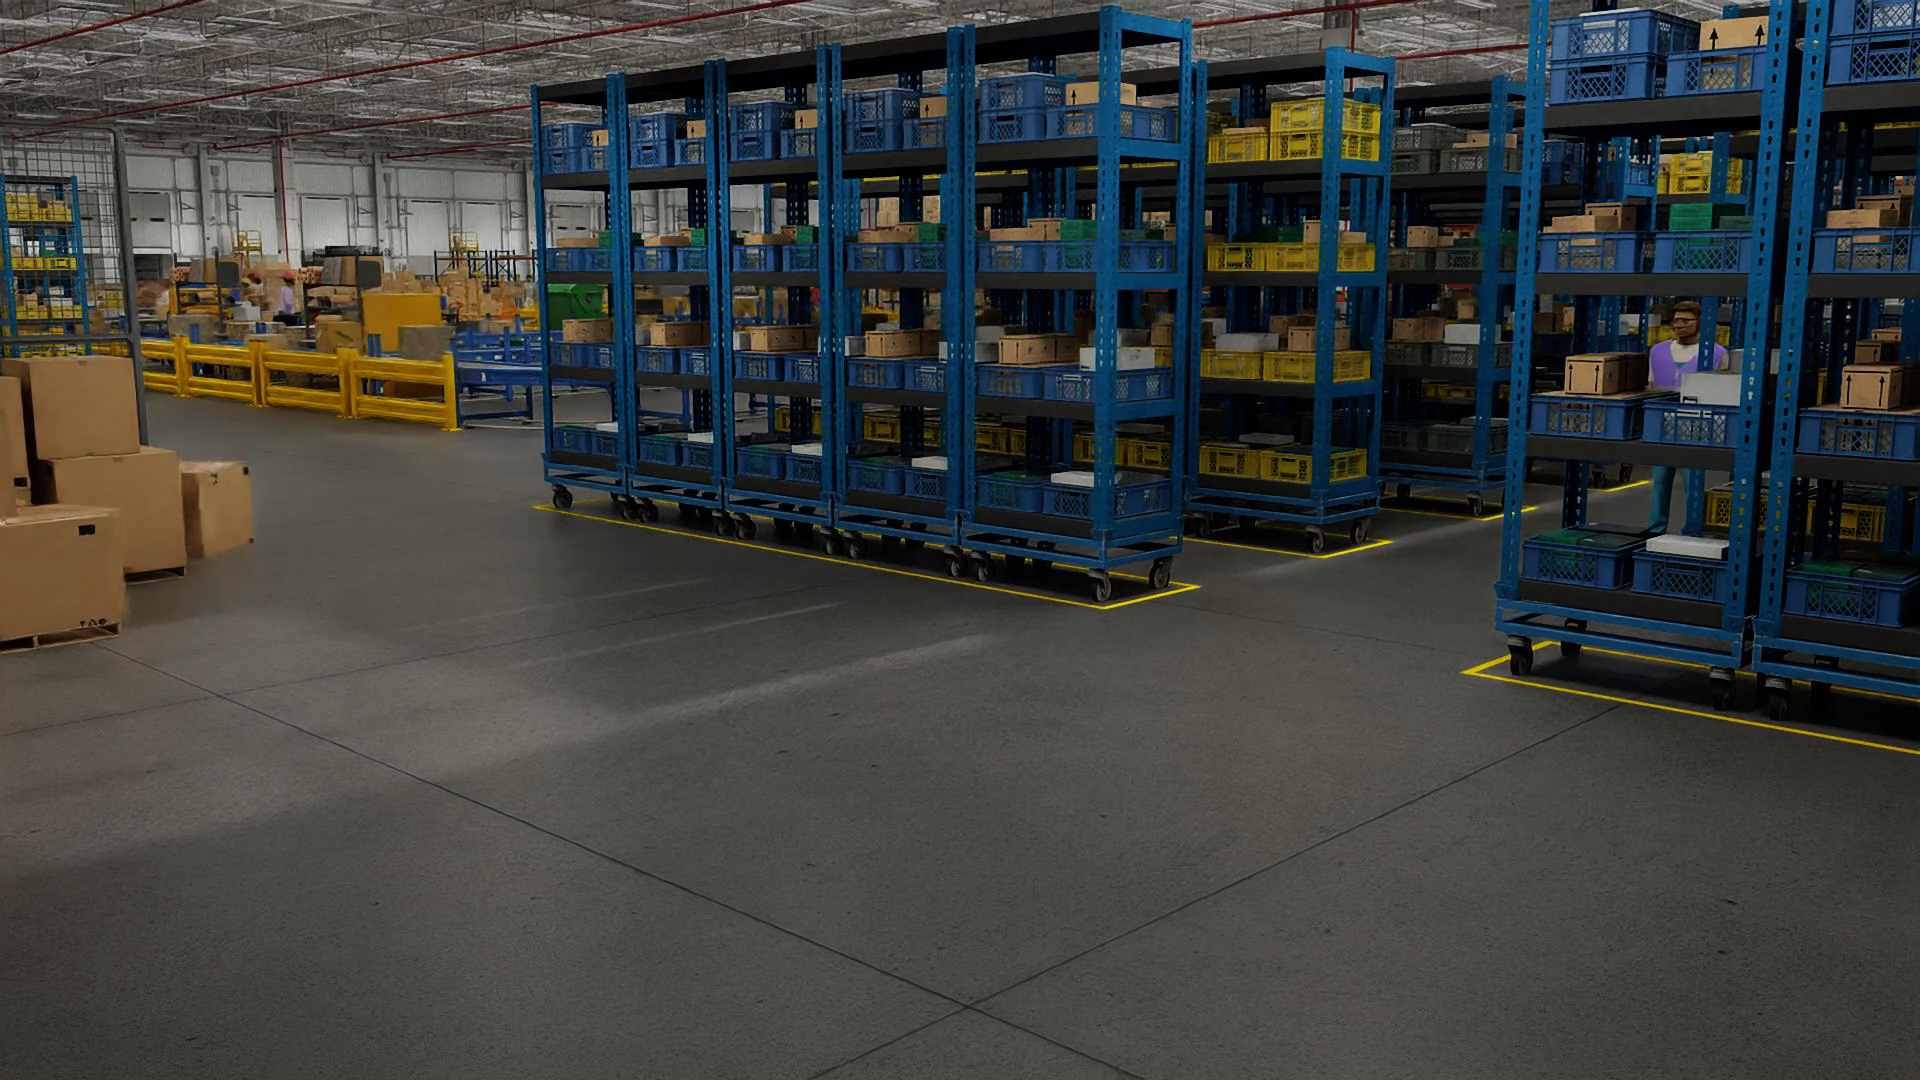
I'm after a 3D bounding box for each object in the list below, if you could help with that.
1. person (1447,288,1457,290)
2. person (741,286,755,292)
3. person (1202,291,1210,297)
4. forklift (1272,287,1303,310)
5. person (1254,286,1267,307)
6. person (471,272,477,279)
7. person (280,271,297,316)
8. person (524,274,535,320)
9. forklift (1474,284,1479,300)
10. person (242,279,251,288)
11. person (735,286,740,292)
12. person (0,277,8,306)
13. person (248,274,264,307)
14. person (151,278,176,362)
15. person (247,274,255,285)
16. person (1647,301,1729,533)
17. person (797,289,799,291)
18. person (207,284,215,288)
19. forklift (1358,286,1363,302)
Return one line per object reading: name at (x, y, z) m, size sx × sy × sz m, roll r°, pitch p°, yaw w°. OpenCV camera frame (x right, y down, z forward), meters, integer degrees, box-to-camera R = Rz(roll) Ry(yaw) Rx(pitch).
person at (18.649, -9.042, 63.192) m, size 0.504 × 1.632 × 0.269 m, roll -6°, pitch 11°, yaw -31°
person at (-8.064, -9.164, 63.130) m, size 0.588 × 1.901 × 0.470 m, roll 1°, pitch 9°, yaw 4°
person at (7.538, -7.169, 51.191) m, size 0.625 × 1.809 × 0.593 m, roll 7°, pitch 11°, yaw 35°
forklift at (10.769, -8.203, 54.240) m, size 1.129 × 2.768 × 1.873 m, roll 8°, pitch 12°, yaw 42°
person at (7.118, -5.285, 39.791) m, size 0.557 × 1.749 × 0.432 m, roll 4°, pitch 10°, yaw 25°
person at (-24.698, -12.742, 85.044) m, size 0.559 × 1.906 × 0.654 m, roll -5°, pitch 10°, yaw -27°
person at (-15.513, -5.239, 38.753) m, size 0.963 × 2.002 × 0.624 m, roll -7°, pitch 12°, yaw -37°
person at (-17.538, -9.882, 67.720) m, size 0.509 × 1.846 × 0.386 m, roll 1°, pitch 9°, yaw 8°
forklift at (14.970, -7.066, 47.268) m, size 1.873 × 2.768 × 1.129 m, roll 9°, pitch 13°, yaw 42°
person at (-24.395, -8.014, 56.595) m, size 0.589 × 1.736 × 0.597 m, roll 5°, pitch 11°, yaw 28°
person at (-10.757, -11.807, 79.215) m, size 0.630 × 1.940 × 0.372 m, roll -5°, pitch 11°, yaw -29°
person at (-44.821, -11.513, 77.772) m, size 0.649 × 1.811 × 0.755 m, roll 0°, pitch 9°, yaw 1°
person at (-23.431, -7.899, 55.385) m, size 0.466 × 1.899 × 0.591 m, roll 3°, pitch 10°, yaw 20°
person at (-17.534, -4.868, 36.895) m, size 0.959 × 1.871 × 0.653 m, roll -8°, pitch 12°, yaw -39°
person at (-24.455, -8.229, 57.415) m, size 0.675 × 1.891 × 0.593 m, roll -2°, pitch 9°, yaw -10°
person at (5.178, -0.787, 11.930) m, size 0.569 × 1.845 × 0.384 m, roll 9°, pitch 13°, yaw 44°
person at (-6.363, -9.714, 67.372) m, size 0.789 × 1.601 × 0.535 m, roll 0°, pitch 9°, yaw -2°
person at (-40.414, -13.528, 89.804) m, size 0.587 × 1.928 × 0.363 m, roll 5°, pitch 10°, yaw 28°
forklift at (11.100, -7.017, 46.970) m, size 1.873 × 2.768 × 1.129 m, roll 9°, pitch 13°, yaw 43°
